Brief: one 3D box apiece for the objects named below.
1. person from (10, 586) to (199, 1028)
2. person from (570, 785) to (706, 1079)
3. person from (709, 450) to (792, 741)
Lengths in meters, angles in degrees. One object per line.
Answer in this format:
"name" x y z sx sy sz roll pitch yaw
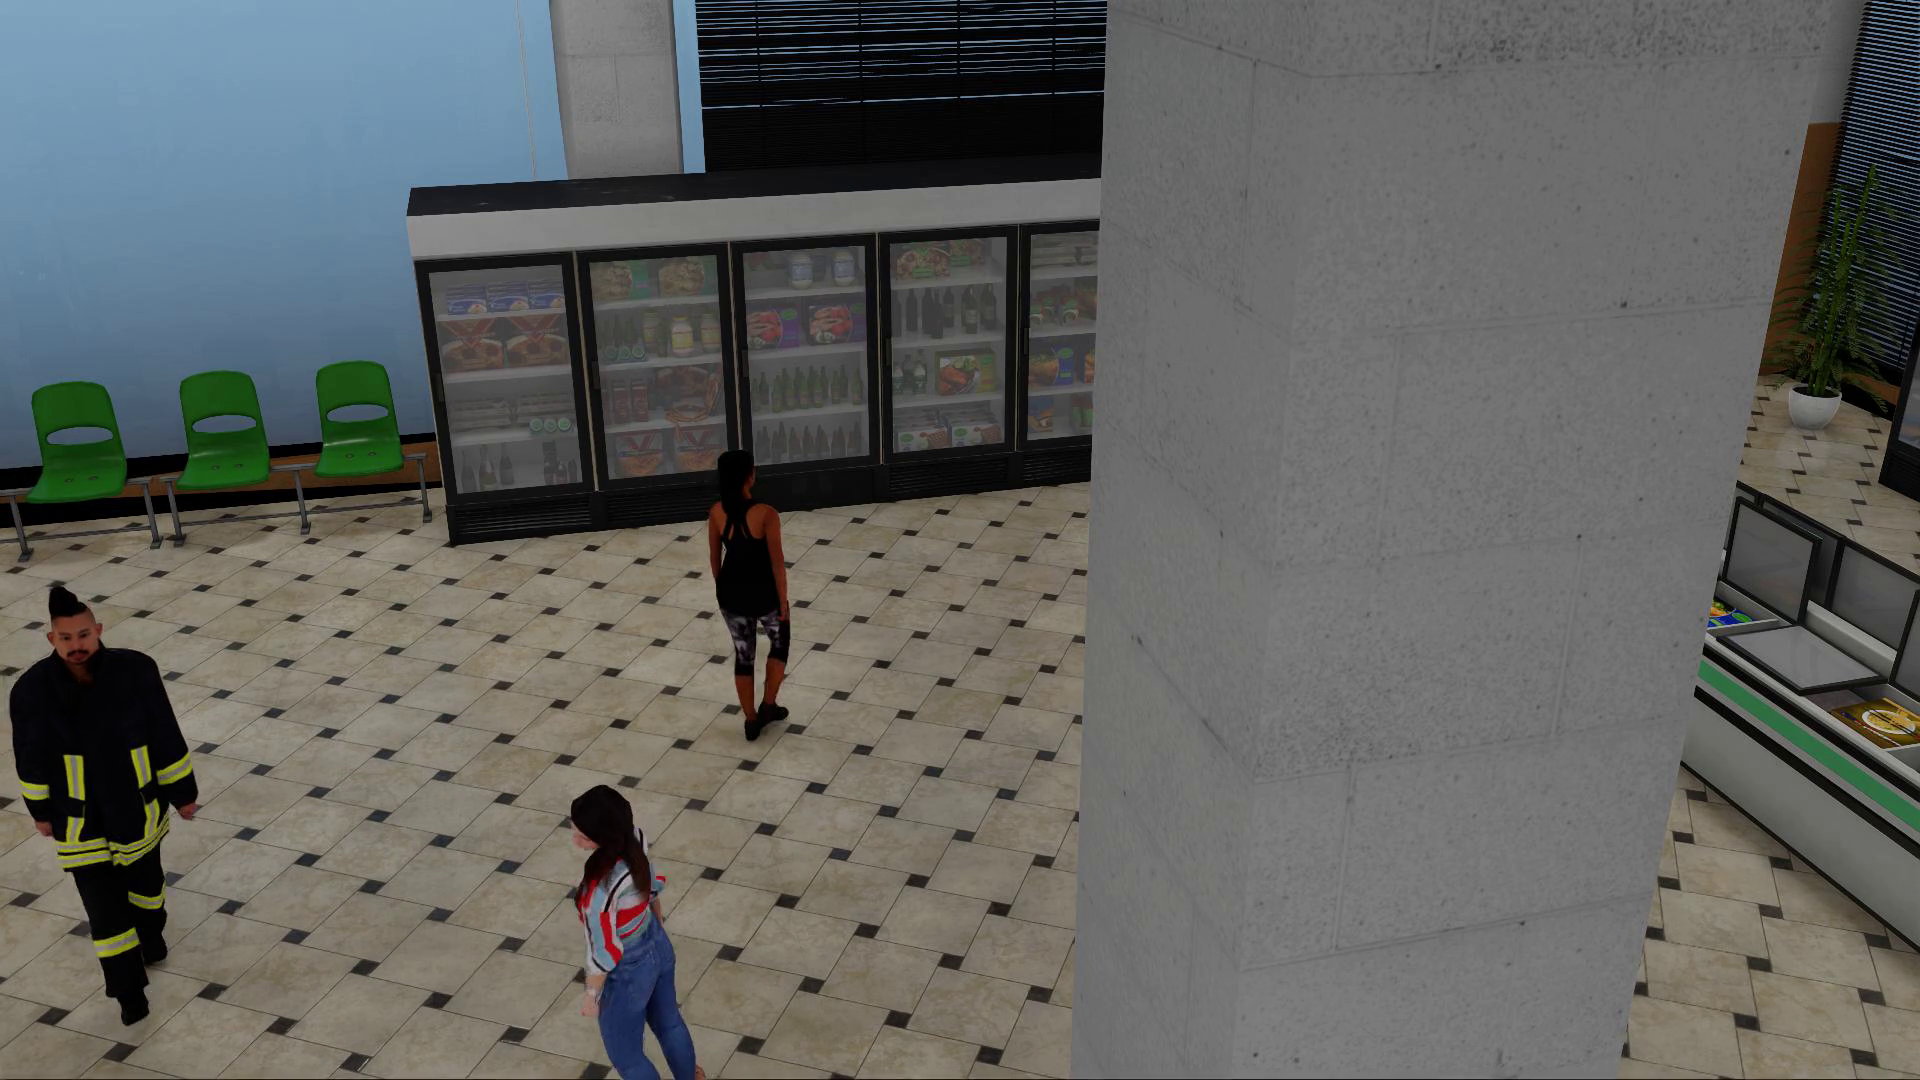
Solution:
"person" -3.576 1.029 6.968 1.012 1.830 1.197 -16 28 -32
"person" -1.151 1.530 6.115 0.863 1.596 0.683 9 25 21
"person" -1.139 0.319 8.813 0.714 1.653 0.736 7 24 15
